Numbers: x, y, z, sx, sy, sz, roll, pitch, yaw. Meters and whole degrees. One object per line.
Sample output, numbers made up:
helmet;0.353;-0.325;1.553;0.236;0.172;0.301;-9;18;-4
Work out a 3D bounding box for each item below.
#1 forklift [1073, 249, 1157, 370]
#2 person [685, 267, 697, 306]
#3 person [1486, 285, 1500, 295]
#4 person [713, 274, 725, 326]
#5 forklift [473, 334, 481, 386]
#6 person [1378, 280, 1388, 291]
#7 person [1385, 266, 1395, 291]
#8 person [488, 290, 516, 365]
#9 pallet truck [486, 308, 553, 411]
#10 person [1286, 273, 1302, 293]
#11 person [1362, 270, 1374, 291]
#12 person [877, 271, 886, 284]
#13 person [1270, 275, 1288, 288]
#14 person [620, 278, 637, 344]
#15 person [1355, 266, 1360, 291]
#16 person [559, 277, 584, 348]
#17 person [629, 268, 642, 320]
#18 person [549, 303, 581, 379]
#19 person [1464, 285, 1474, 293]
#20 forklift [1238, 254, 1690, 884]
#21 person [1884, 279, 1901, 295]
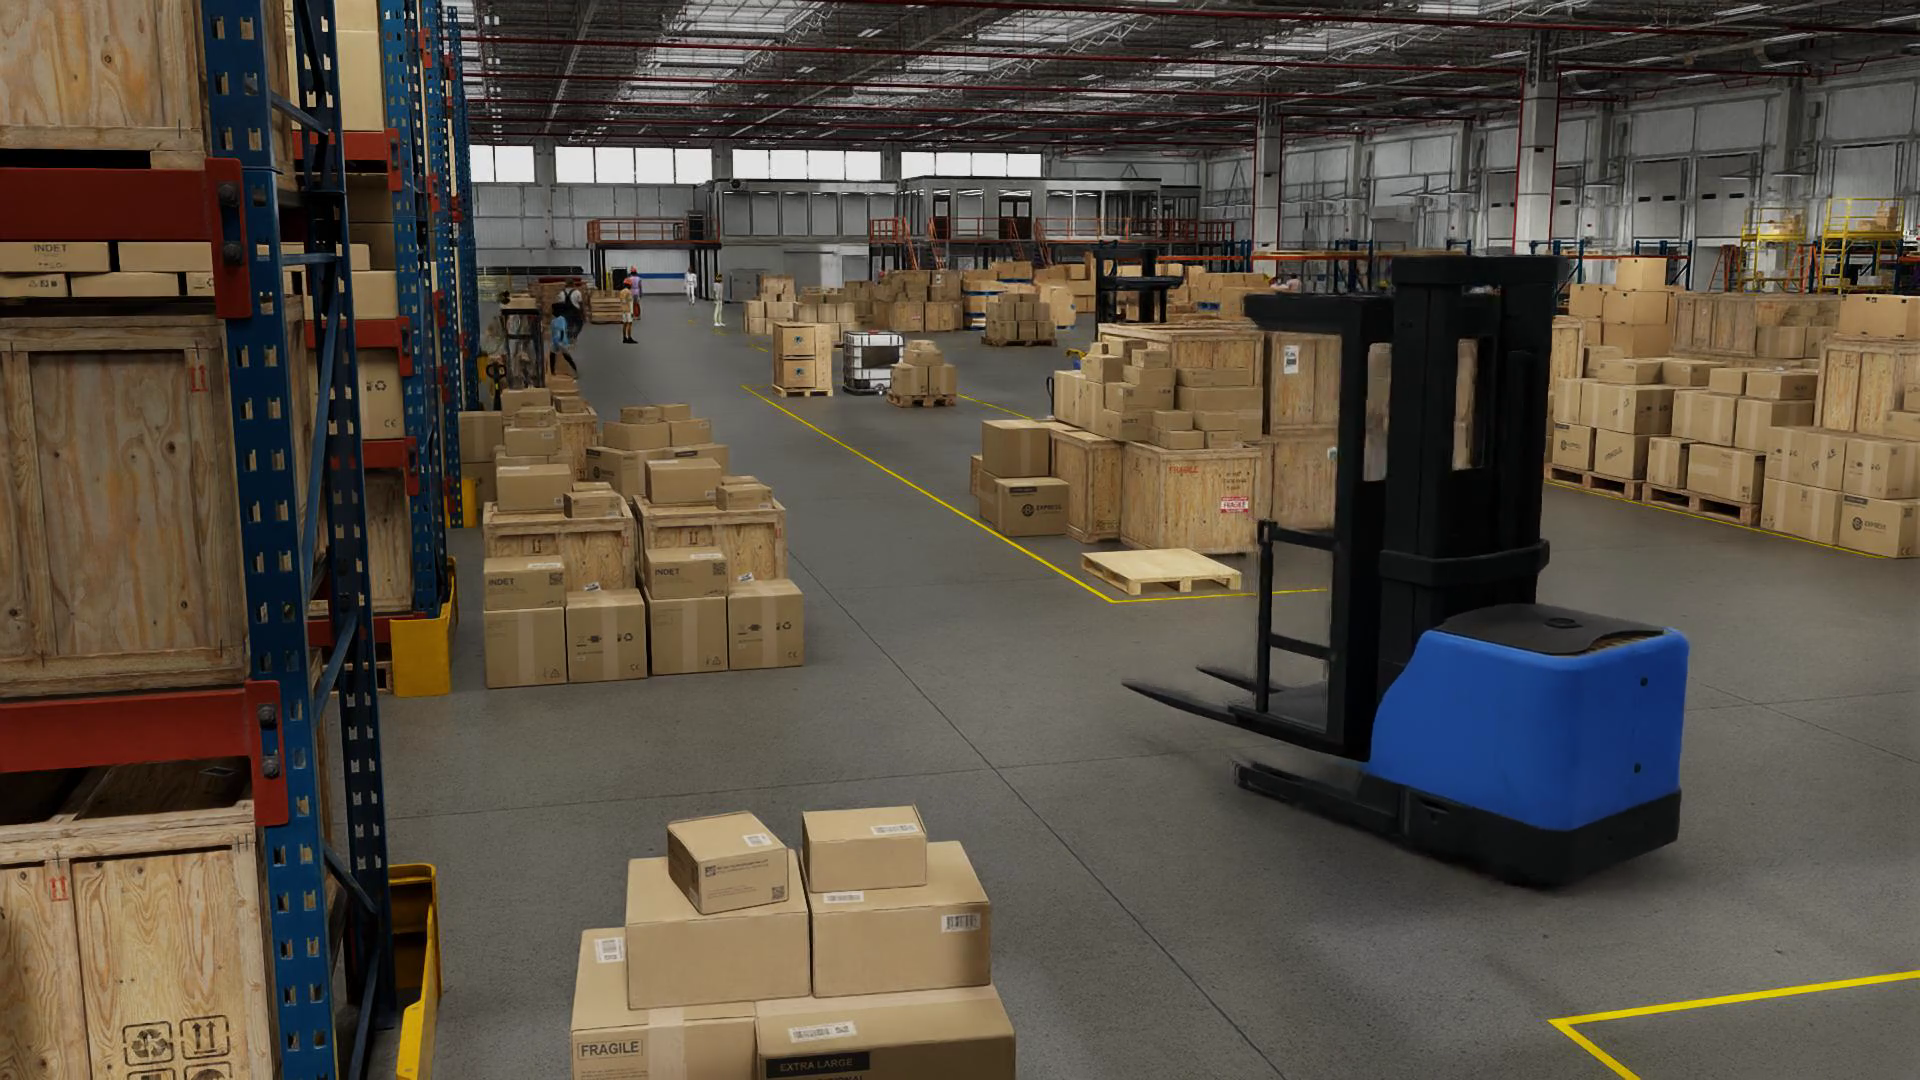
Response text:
forklift;2.493;-3.044;25.408;1.129;2.768;1.873;-3;10;-15
person;-13.054;-12.313;80.737;0.621;1.873;0.491;2;10;10
person;18.275;-8.013;56.992;0.551;1.659;0.843;6;11;29
person;-8.722;-8.676;60.168;0.309;1.868;0.535;6;12;32
forklift;-10.686;-4.472;33.497;1.873;2.768;1.129;-3;10;-15
person;11.956;-6.367;46.977;0.882;1.895;0.598;2;10;9
person;20.857;-12.356;80.815;0.431;1.938;0.623;-7;12;-35
person;-10.859;-5.004;39.489;0.920;1.842;0.526;2;10;9
pallet truck;-6.242;-2.418;24.362;0.823;1.965;1.885;1;10;3
person;13.010;-9.500;64.911;0.627;1.841;0.429;-1;10;-7
person;18.185;-11.118;73.951;0.866;1.888;0.590;-10;14;-43
person;-2.786;-8.658;59.705;0.389;1.992;0.625;7;12;36
person;10.595;-7.845;55.299;0.646;1.928;0.564;4;11;20
person;-9.832;-6.785;49.251;0.349;1.942;0.545;-9;14;-43
person;18.921;-12.081;79.294;0.516;1.921;0.551;9;14;42
person;-10.912;-6.407;46.828;0.698;2.000;0.607;3;10;16
person;-12.705;-9.587;64.828;0.615;2.041;0.386;-7;12;-36
person;-8.586;-4.281;35.846;0.528;1.667;0.796;9;13;41
person;14.174;-6.254;46.391;0.623;1.886;0.562;-10;14;-43
forklift;2.470;0.015;8.087;1.129;2.768;1.873;-8;13;-37
person;26.659;-6.482;47.536;0.542;1.943;0.348;-3;10;-16
